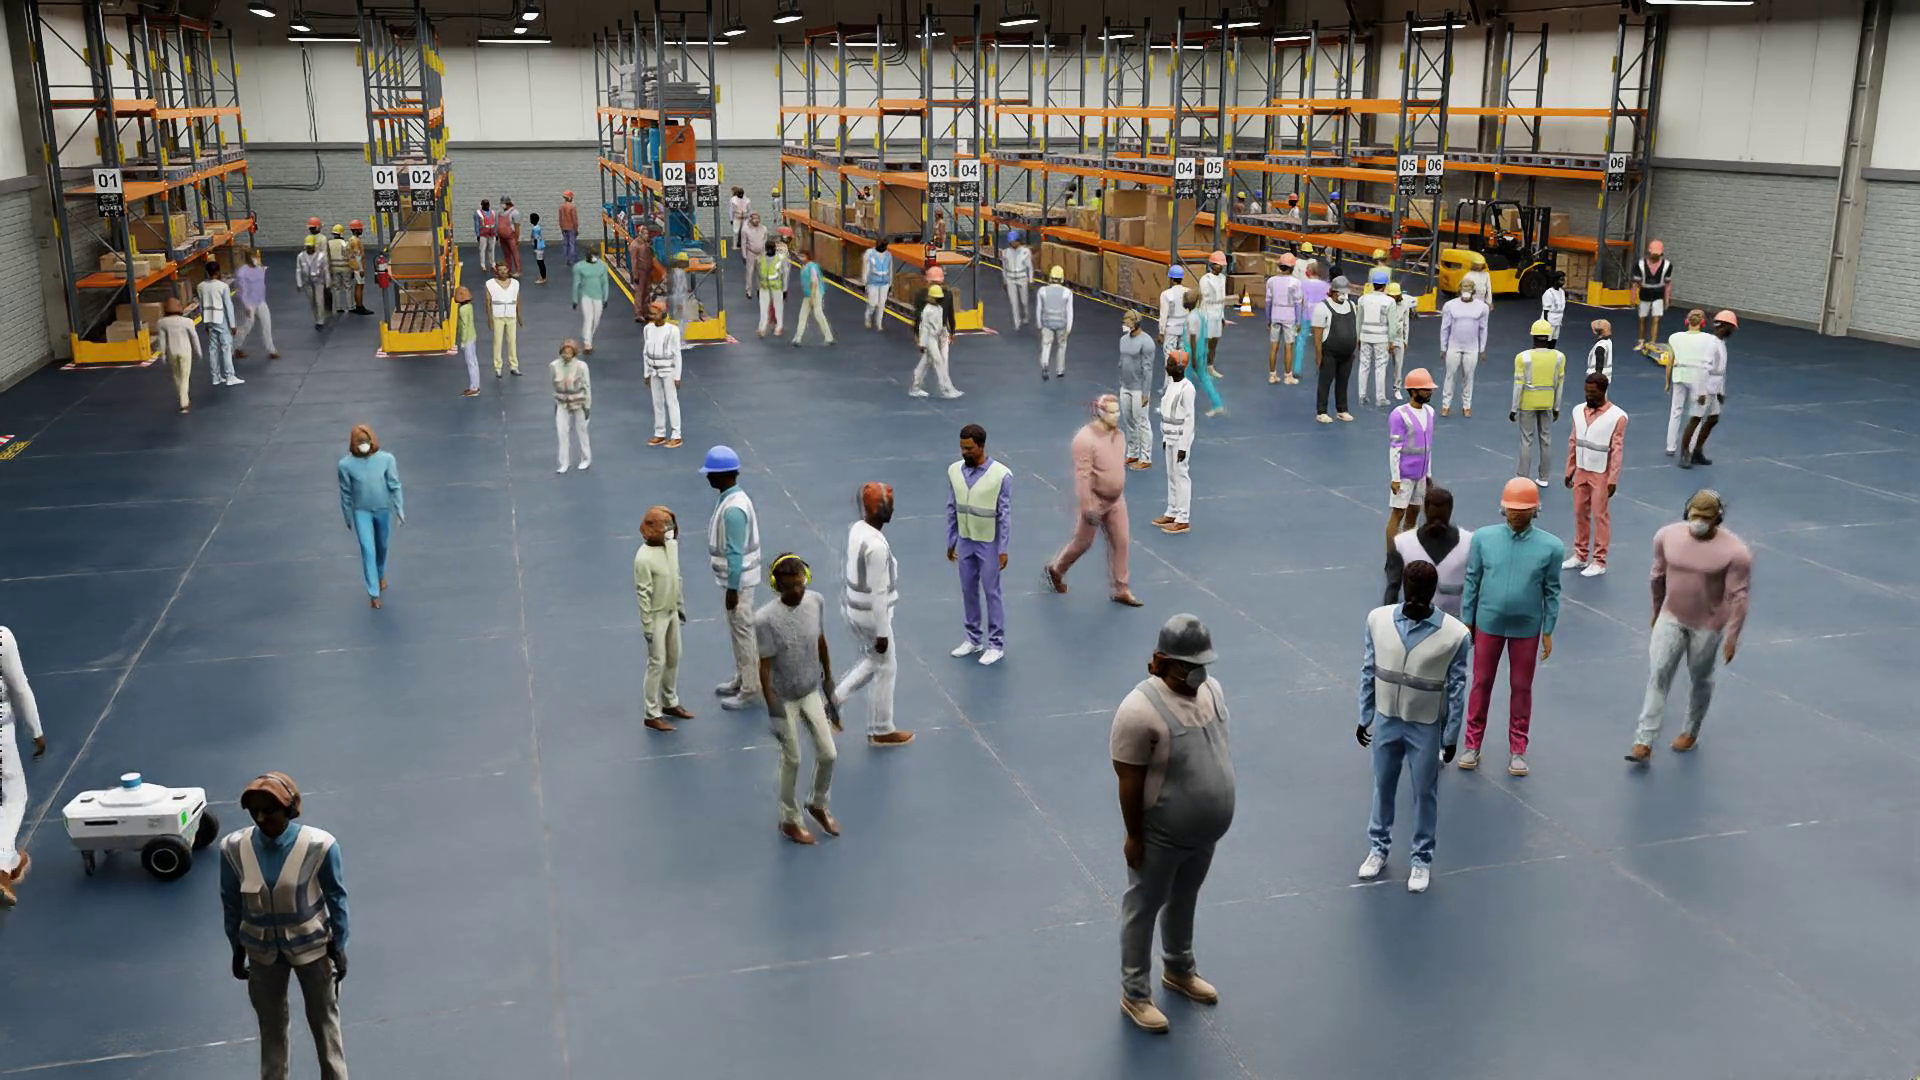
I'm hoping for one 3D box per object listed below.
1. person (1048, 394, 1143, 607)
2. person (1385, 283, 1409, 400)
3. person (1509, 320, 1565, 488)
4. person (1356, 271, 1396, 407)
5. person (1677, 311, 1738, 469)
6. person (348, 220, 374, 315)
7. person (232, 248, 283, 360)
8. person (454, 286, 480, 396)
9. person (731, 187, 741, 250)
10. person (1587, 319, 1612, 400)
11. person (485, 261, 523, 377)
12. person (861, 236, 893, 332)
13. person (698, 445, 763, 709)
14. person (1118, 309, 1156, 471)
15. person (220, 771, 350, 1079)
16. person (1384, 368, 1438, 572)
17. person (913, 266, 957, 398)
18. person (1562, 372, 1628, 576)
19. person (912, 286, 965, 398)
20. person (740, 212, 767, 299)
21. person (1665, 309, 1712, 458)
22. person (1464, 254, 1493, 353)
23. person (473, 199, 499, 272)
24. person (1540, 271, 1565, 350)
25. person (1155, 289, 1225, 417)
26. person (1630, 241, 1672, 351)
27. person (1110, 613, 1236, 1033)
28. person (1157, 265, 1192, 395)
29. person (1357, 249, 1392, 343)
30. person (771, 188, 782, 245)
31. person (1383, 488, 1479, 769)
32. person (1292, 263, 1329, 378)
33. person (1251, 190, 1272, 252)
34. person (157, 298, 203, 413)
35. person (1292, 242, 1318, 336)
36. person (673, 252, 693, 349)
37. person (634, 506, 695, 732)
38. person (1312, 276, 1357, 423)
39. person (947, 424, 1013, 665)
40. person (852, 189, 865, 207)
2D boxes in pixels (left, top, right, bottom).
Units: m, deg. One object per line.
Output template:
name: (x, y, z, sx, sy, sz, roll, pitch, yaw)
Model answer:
person: (1.201, -0.373, 14.668, 0.641, 1.873, 0.888, -12, 19, -38)
person: (6.382, -2.937, 24.588, 0.491, 1.730, 0.322, 0, 15, 2)
person: (6.558, -1.544, 18.967, 0.590, 1.926, 0.388, -1, 15, -5)
person: (6.007, -2.907, 24.050, 0.605, 1.948, 0.404, 13, 19, 39)
person: (8.987, -1.800, 20.019, 0.424, 1.891, 0.658, 12, 19, 38)
person: (-12.371, -5.613, 34.257, 0.354, 1.939, 0.544, -8, 17, -28)
person: (-12.086, -4.014, 28.325, 0.958, 1.905, 0.641, 6, 16, 22)
person: (-7.397, -2.983, 24.940, 0.279, 1.634, 0.497, -1, 15, -4)
person: (-6.554, -9.470, 48.966, 0.348, 1.839, 0.504, 4, 15, 13)
person: (8.157, -2.004, 21.250, 0.310, 1.639, 0.514, 8, 17, 28)
person: (-7.300, -3.544, 26.646, 0.564, 1.846, 0.390, -10, 18, -32)
person: (-1.565, -4.889, 31.780, 0.673, 1.810, 0.437, -8, 17, -29)
person: (-1.666, 0.262, 12.157, 0.429, 1.937, 0.626, -3, 15, -12)
person: (2.097, -1.799, 19.939, 0.362, 1.929, 0.629, -8, 17, -28)
person: (-2.856, 1.756, 7.095, 0.515, 1.641, 0.315, -1, 15, -3)
person: (4.221, -0.637, 15.522, 0.544, 1.943, 0.347, -11, 18, -35)
person: (-0.411, -3.134, 24.874, 0.652, 1.966, 0.676, -6, 16, -22)
person: (5.928, -0.627, 15.558, 0.405, 1.909, 0.599, -8, 17, -27)
person: (-0.328, -2.931, 24.629, 0.907, 1.676, 0.598, 6, 16, 21)
person: (-4.552, -6.342, 37.062, 0.652, 1.904, 0.403, -8, 17, -28)
person: (9.015, -1.927, 20.578, 0.563, 1.838, 0.390, 9, 17, 31)
person: (9.105, -4.214, 29.436, 0.492, 1.708, 0.864, -4, 16, -16)
person: (-12.192, -7.861, 42.899, 0.621, 1.845, 0.429, -13, 20, -41)
person: (9.507, -3.481, 26.713, 0.537, 1.692, 0.319, -13, 20, -41)
person: (3.267, -2.591, 23.178, 0.997, 1.798, 0.531, 7, 16, 24)
person: (12.010, -4.216, 28.964, 0.630, 1.982, 0.889, 6, 16, 22)
person: (1.061, 1.323, 7.957, 0.683, 2.000, 0.536, -13, 20, -40)
person: (3.228, -3.130, 24.892, 0.605, 1.948, 0.391, -8, 17, -26)
person: (7.439, -4.340, 29.841, 0.547, 1.737, 0.792, -6, 16, -23)
person: (-5.532, -9.722, 50.090, 0.319, 1.742, 0.492, 1, 15, 5)
person: (3.135, 0.576, 11.096, 0.621, 1.862, 0.985, 4, 15, 14)
person: (5.601, -3.506, 26.553, 0.584, 1.836, 0.426, -4, 15, -14)
person: (8.266, -8.596, 45.494, 0.616, 1.931, 0.472, -1, 15, -6)
person: (-11.122, -2.647, 23.762, 0.504, 1.602, 0.758, -1, 15, -3)
person: (6.458, -4.694, 31.143, 0.528, 1.760, 0.333, -5, 16, -18)
person: (-4.941, -4.227, 29.431, 0.409, 1.723, 0.502, -2, 15, -8)
person: (-2.099, 0.544, 11.695, 0.279, 1.621, 0.508, 5, 16, 20)
person: (5.179, -2.626, 22.817, 0.687, 2.000, 0.535, -7, 17, -26)
person: (0.152, 0.014, 13.144, 0.605, 1.907, 0.405, 11, 18, 35)
person: (-2.719, -8.716, 45.953, 0.544, 1.928, 0.389, -3, 15, -11)
